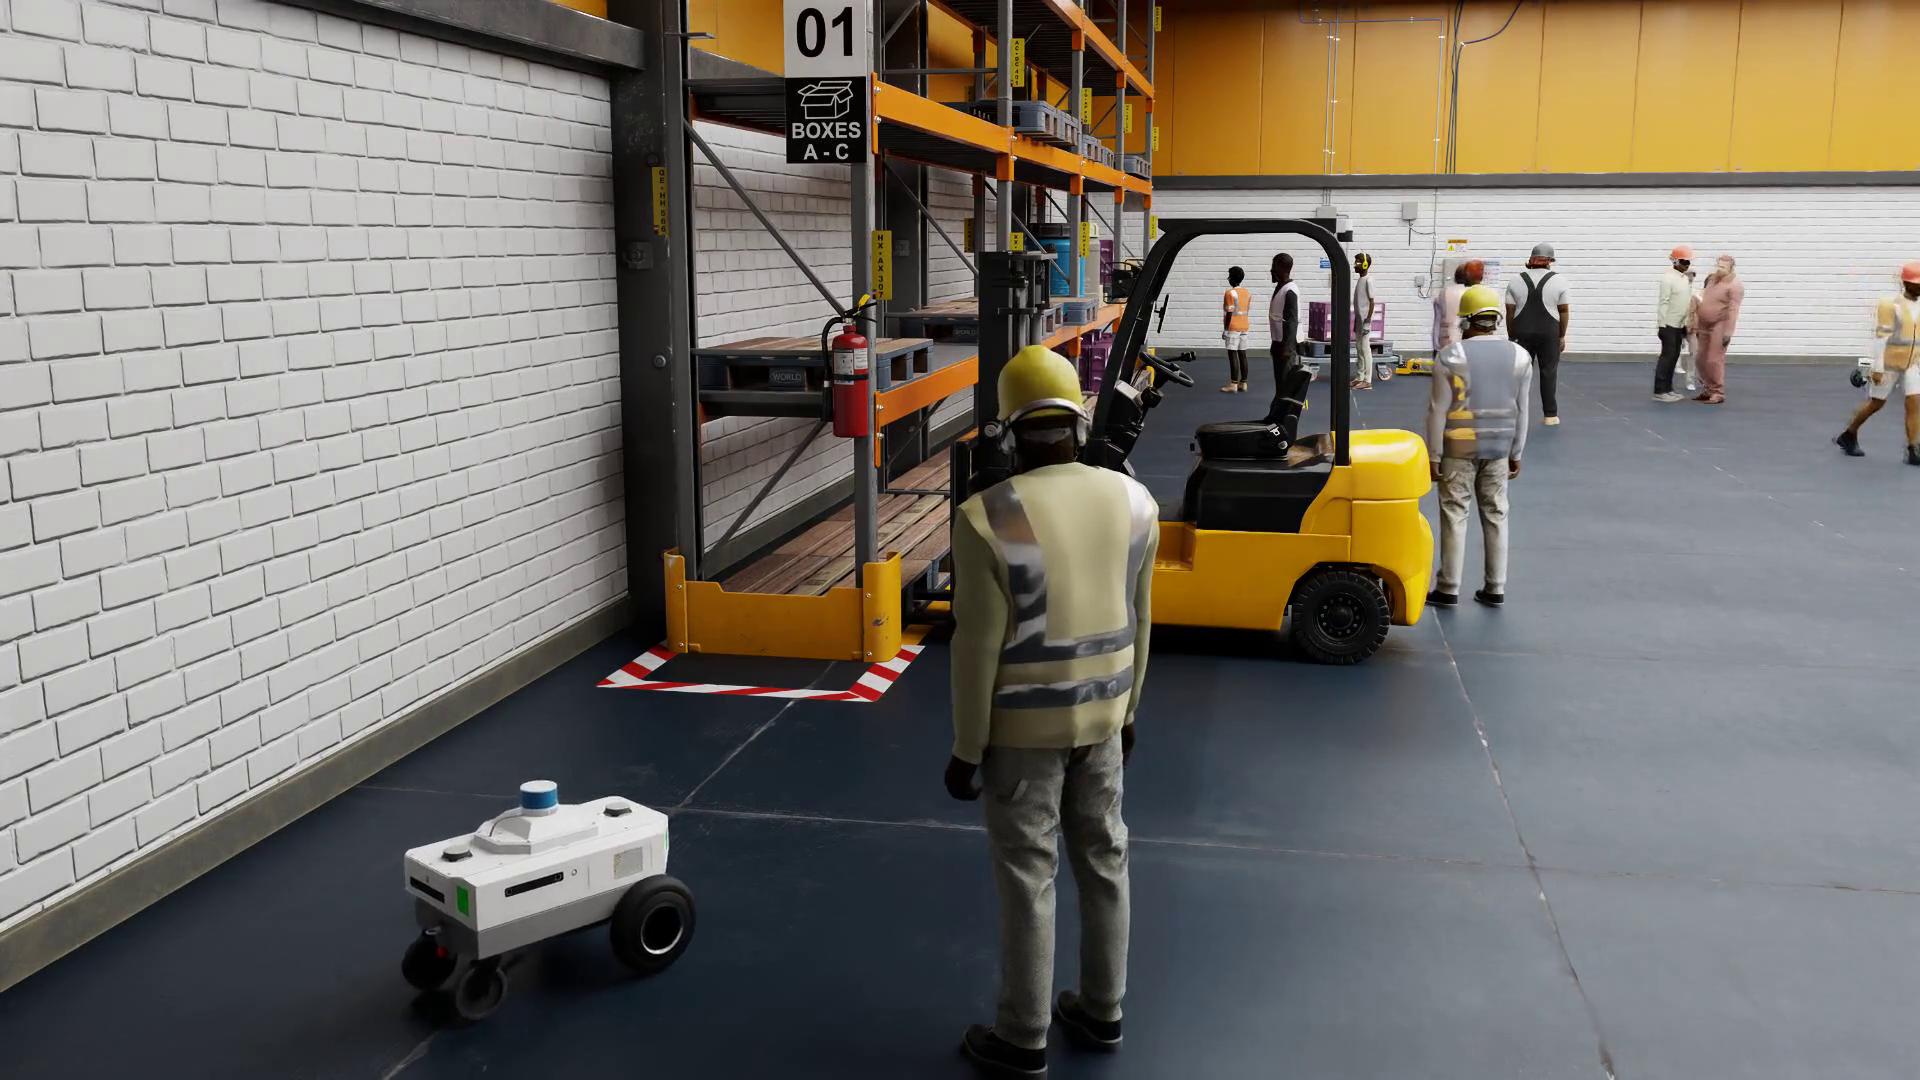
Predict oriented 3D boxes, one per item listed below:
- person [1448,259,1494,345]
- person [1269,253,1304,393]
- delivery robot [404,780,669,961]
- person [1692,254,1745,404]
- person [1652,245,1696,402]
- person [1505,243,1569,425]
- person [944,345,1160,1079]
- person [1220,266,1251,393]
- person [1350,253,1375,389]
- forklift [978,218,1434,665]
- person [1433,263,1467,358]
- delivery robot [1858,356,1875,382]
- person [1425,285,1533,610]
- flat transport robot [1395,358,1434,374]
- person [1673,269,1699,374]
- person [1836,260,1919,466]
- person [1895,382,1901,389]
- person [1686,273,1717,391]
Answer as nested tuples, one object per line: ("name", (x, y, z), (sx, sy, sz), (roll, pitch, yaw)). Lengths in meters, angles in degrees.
("person", (5.138, -1.898, 16.822), (0.600, 1.865, 0.423), (-5, 11, -24))
("person", (3.469, -2.102, 17.803), (0.397, 1.920, 0.587), (0, 10, -2))
("delivery robot", (-1.182, 0.923, 4.688), (0.477, 0.478, 0.707), (10, 15, 43))
("person", (9.499, -2.640, 20.905), (0.433, 1.876, 0.749), (-1, 10, -7))
("person", (9.127, -2.757, 21.228), (0.416, 1.983, 0.620), (10, 14, 44))
("person", (6.465, -2.312, 18.623), (0.681, 2.000, 0.536), (6, 12, 30))
("person", (0.210, 0.436, 4.140), (0.591, 1.828, 0.404), (-7, 12, -32))
("person", (3.710, -2.831, 22.407), (0.317, 1.695, 0.540), (9, 14, 41))
("person", (5.541, -3.013, 22.929), (0.335, 1.873, 0.519), (-1, 10, -4))
("forklift", (1.285, -0.567, 8.635), (2.313, 2.155, 1.214), (2, 11, 11))
("person", (5.556, -2.168, 18.497), (0.626, 1.808, 0.880), (6, 12, 30))
("delivery robot", (12.814, -2.421, 23.014), (0.707, 0.478, 0.477), (-3, 12, -16))
("person", (2.901, -0.516, 9.374), (0.589, 1.824, 0.403), (-2, 10, -8))
("flat transport robot", (7.368, -2.626, 25.194), (1.431, 0.197, 0.652), (4, 11, 20))
("person", (11.042, -3.380, 25.648), (0.521, 1.609, 0.606), (-5, 11, -24))
("person", (8.710, -1.662, 15.517), (0.594, 1.888, 0.972), (-2, 11, -11))
("person", (13.278, -2.921, 22.412), (1.082, 1.883, 0.644), (4, 11, 21))
("person", (10.114, -2.816, 22.581), (0.545, 1.608, 0.508), (1, 10, 5))
